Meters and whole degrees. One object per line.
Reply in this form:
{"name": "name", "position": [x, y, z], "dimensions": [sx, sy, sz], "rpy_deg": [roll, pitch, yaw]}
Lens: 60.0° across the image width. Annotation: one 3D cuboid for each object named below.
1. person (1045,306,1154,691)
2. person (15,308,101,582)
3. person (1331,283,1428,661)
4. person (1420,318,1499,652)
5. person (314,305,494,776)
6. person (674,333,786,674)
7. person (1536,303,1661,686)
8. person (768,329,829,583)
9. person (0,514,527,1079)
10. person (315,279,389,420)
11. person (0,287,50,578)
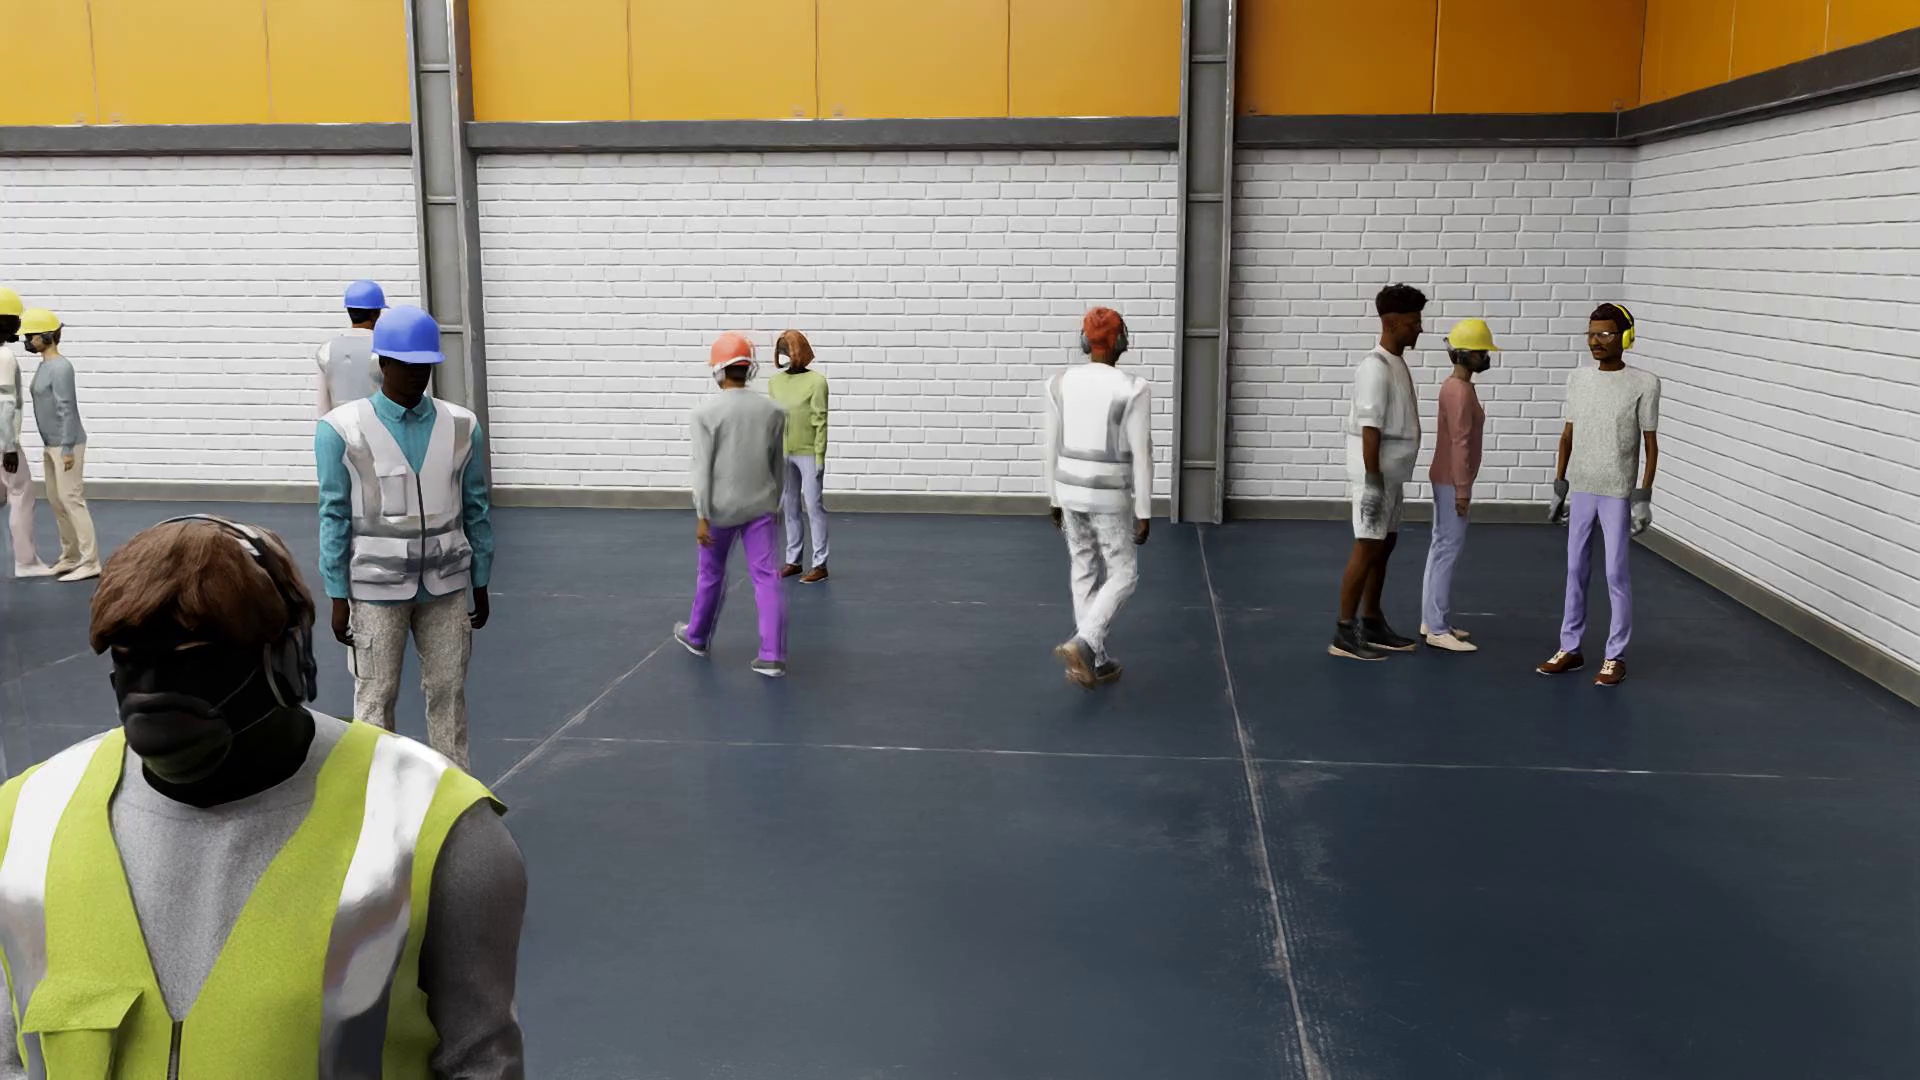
{"name": "person", "position": [0.639, -0.184, 7.963], "dimensions": [0.604, 1.865, 0.622], "rpy_deg": [6, 12, 32]}
{"name": "person", "position": [-5.817, -0.607, 10.701], "dimensions": [0.342, 1.761, 0.531], "rpy_deg": [-9, 13, -42]}
{"name": "person", "position": [2.210, -0.353, 8.677], "dimensions": [0.364, 1.965, 0.616], "rpy_deg": [5, 11, 24]}
{"name": "person", "position": [2.676, -0.297, 8.902], "dimensions": [0.326, 1.767, 0.533], "rpy_deg": [2, 10, 11]}
{"name": "person", "position": [-1.927, 0.152, 5.843], "dimensions": [0.605, 1.940, 0.415], "rpy_deg": [-8, 12, -37]}
{"name": "person", "position": [-1.157, -0.196, 8.490], "dimensions": [0.581, 1.697, 0.905], "rpy_deg": [-7, 12, -36]}
{"name": "person", "position": [3.148, -0.223, 8.180], "dimensions": [0.320, 1.871, 0.533], "rpy_deg": [-9, 13, -40]}
{"name": "person", "position": [-1.039, -0.536, 10.674], "dimensions": [0.494, 1.624, 0.281], "rpy_deg": [7, 12, 34]}
{"name": "person", "position": [-0.816, 0.882, 1.932], "dimensions": [0.626, 1.844, 0.429], "rpy_deg": [-1, 10, -3]}
{"name": "person", "position": [-3.567, -0.588, 10.048], "dimensions": [0.605, 1.947, 0.405], "rpy_deg": [2, 10, 12]}
{"name": "person", "position": [-6.270, -0.660, 10.623], "dimensions": [0.597, 1.899, 0.764], "rpy_deg": [9, 13, 42]}
